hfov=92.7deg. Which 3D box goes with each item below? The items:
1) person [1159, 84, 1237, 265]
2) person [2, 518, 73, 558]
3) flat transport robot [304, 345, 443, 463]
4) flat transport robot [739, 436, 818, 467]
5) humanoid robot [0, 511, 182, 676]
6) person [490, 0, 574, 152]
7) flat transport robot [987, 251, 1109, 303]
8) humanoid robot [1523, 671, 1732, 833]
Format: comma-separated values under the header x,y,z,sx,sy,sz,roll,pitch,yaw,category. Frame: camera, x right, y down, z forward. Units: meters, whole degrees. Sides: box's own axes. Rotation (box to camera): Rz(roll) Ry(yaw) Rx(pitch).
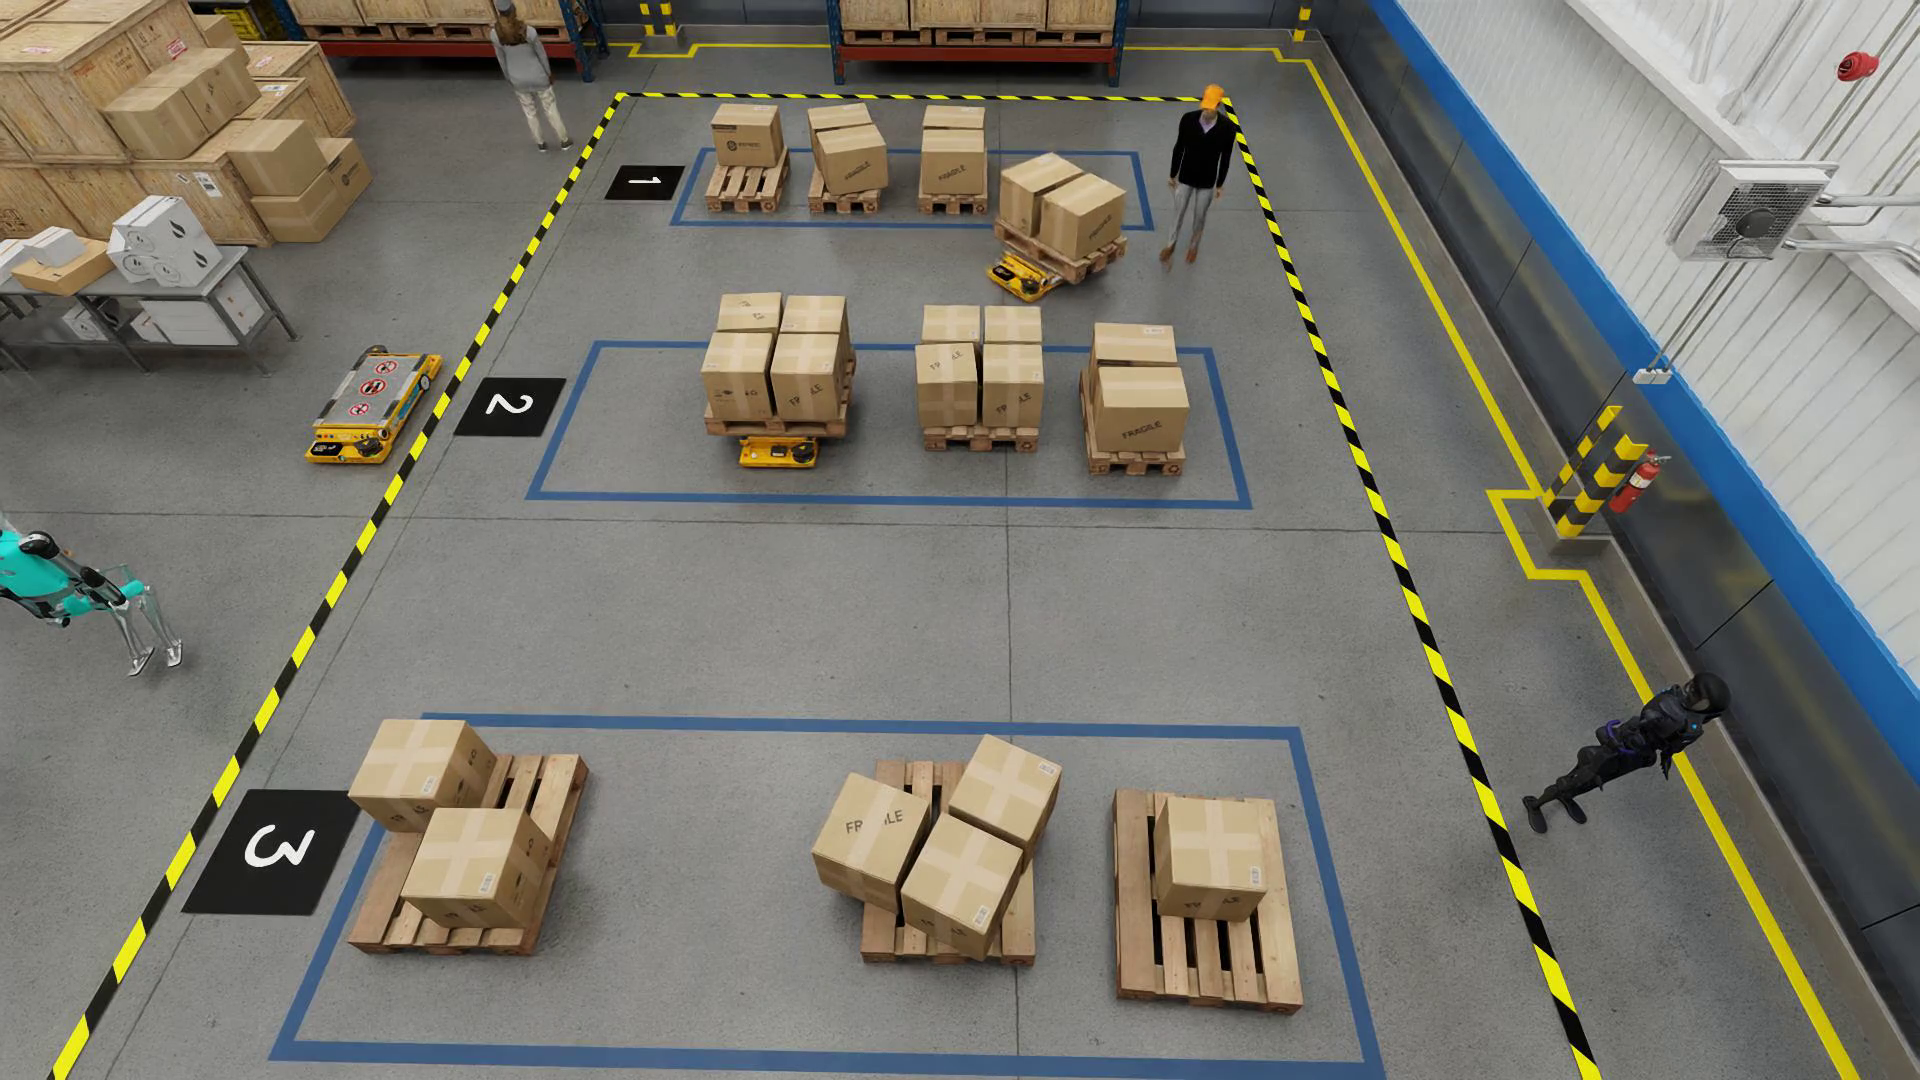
x,y,z,sx,sy,sz,roll,pitch,yaw,category
2.448,-3.752,9.483,0.589,1.882,0.380,19,52,15,person
-7.283,-0.328,6.590,0.341,1.882,0.575,-15,51,-12,person
-5.383,-1.269,8.441,0.659,0.231,1.431,1,50,1,flat transport robot
-1.582,-1.235,8.394,0.652,0.197,1.431,1,50,1,flat transport robot
-5.834,0.257,6.097,0.533,1.681,0.735,-11,51,-9,humanoid robot
-5.240,-5.626,11.145,0.564,1.766,0.398,-5,50,-4,person
1.031,-3.080,9.955,1.431,0.197,0.652,-35,58,-26,flat transport robot
3.920,1.257,5.372,0.599,1.654,0.315,-7,50,-6,humanoid robot
